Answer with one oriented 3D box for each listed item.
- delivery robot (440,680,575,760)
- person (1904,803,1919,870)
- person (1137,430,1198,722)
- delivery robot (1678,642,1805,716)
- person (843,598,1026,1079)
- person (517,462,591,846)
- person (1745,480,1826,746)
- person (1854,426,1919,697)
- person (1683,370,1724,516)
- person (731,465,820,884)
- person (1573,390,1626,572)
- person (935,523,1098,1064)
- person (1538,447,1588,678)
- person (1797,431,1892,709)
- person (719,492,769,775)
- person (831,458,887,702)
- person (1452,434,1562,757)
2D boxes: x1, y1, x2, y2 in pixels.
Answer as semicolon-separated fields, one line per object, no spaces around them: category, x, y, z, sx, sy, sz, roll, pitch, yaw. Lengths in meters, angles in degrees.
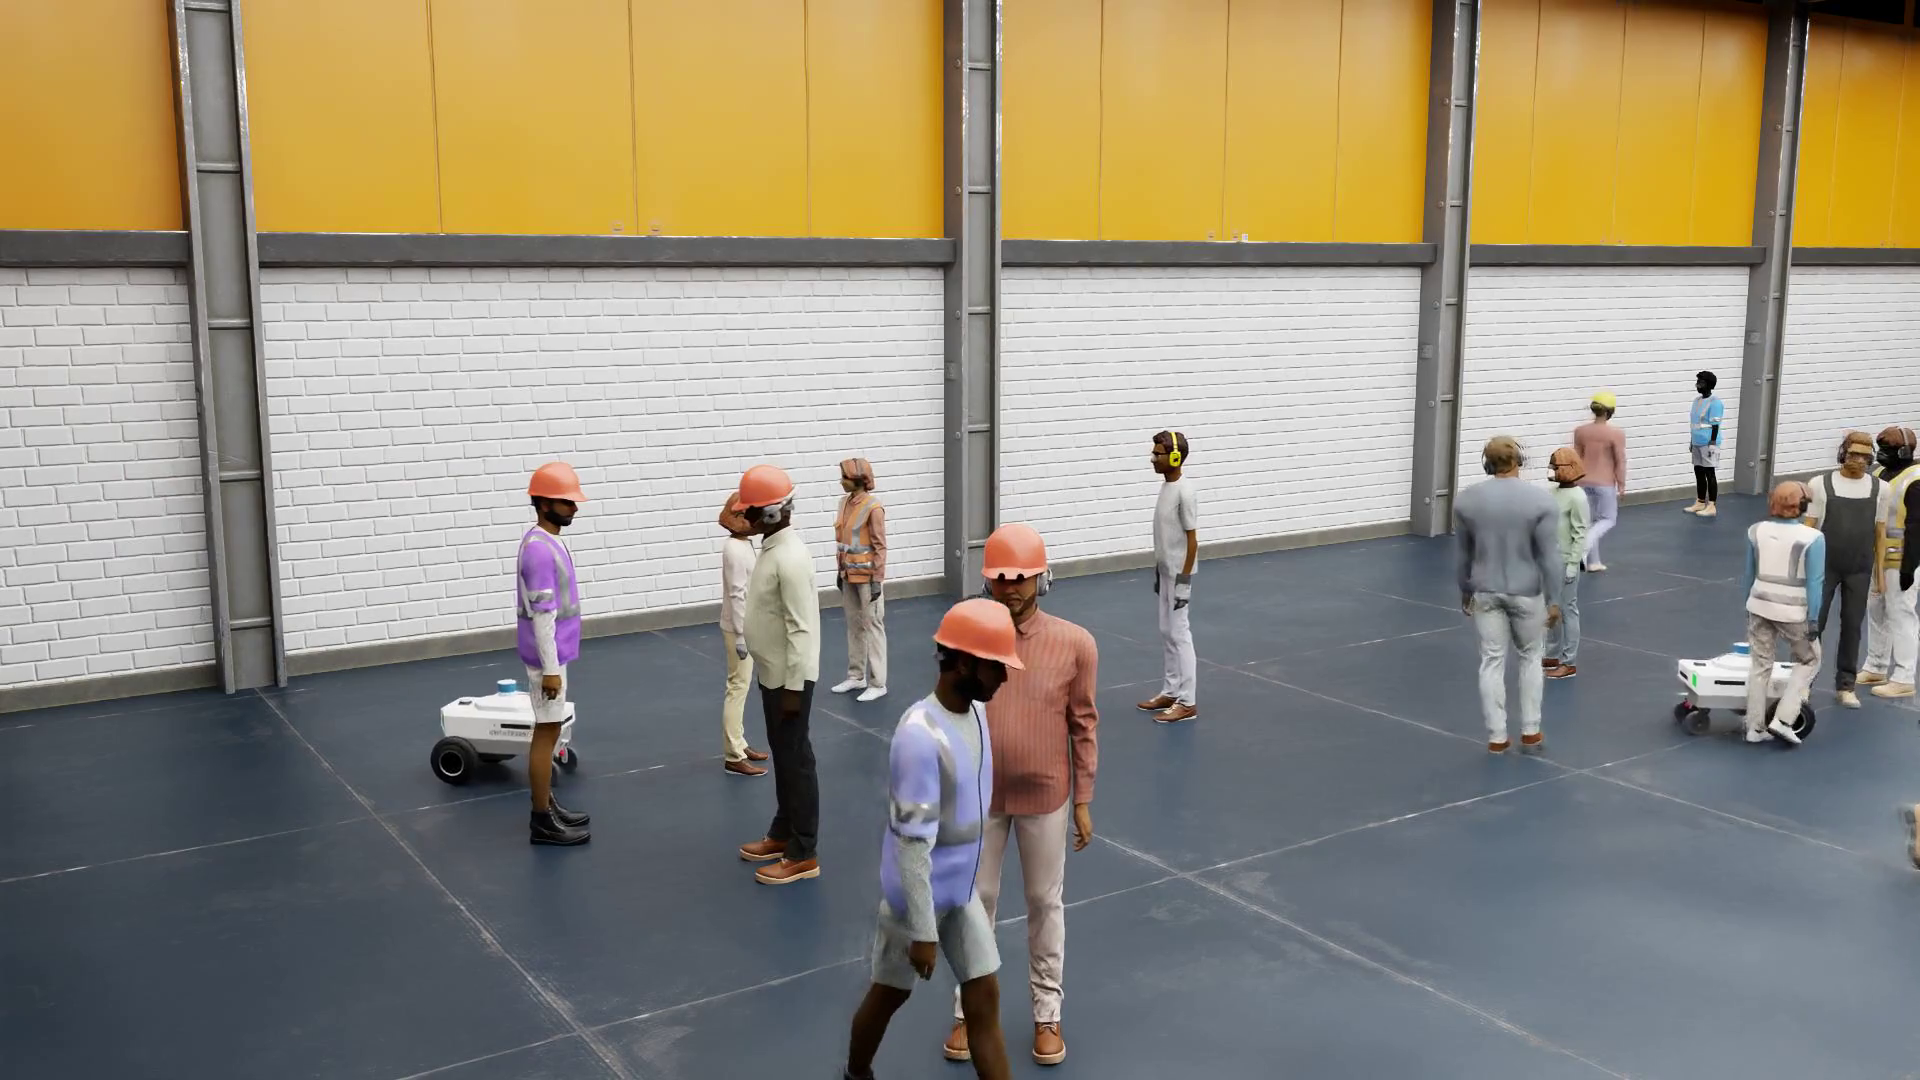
delivery robot;-2.562;1.037;9.444;0.707;0.478;0.477;2;10;10
person;4.594;0.686;7.457;0.613;2.021;0.775;-2;10;-12
person;1.352;0.230;10.636;0.325;1.871;0.516;-2;10;-10
delivery robot;4.874;0.883;10.369;0.707;0.478;0.477;1;10;8
person;-0.039;1.114;5.321;0.975;1.871;0.579;5;11;27
person;-2.042;0.567;8.409;0.373;1.933;0.549;-2;10;-10
person;4.958;0.450;10.037;0.380;1.623;0.534;-5;11;-30
person;6.316;0.142;11.297;0.430;1.835;0.622;0;9;-1
person;8.653;-1.123;19.334;0.321;1.690;0.536;-1;9;-6
person;-0.862;0.630;7.882;0.401;1.984;0.612;-3;10;-16
person;5.942;-0.533;15.582;0.594;1.746;0.536;-7;12;-37
person;0.195;0.924;6.081;0.608;1.995;0.377;1;10;7
person;4.246;0.158;11.783;0.282;1.633;0.500;-1;10;-9
person;5.794;0.197;10.959;0.572;1.837;0.337;3;10;16
person;-1.244;0.525;9.570;0.264;1.632;0.507;-1;9;-3
person;-0.666;0.261;11.149;0.312;1.636;0.518;-6;11;-34
person;3.252;0.326;9.953;0.665;1.904;0.576;6;11;30
